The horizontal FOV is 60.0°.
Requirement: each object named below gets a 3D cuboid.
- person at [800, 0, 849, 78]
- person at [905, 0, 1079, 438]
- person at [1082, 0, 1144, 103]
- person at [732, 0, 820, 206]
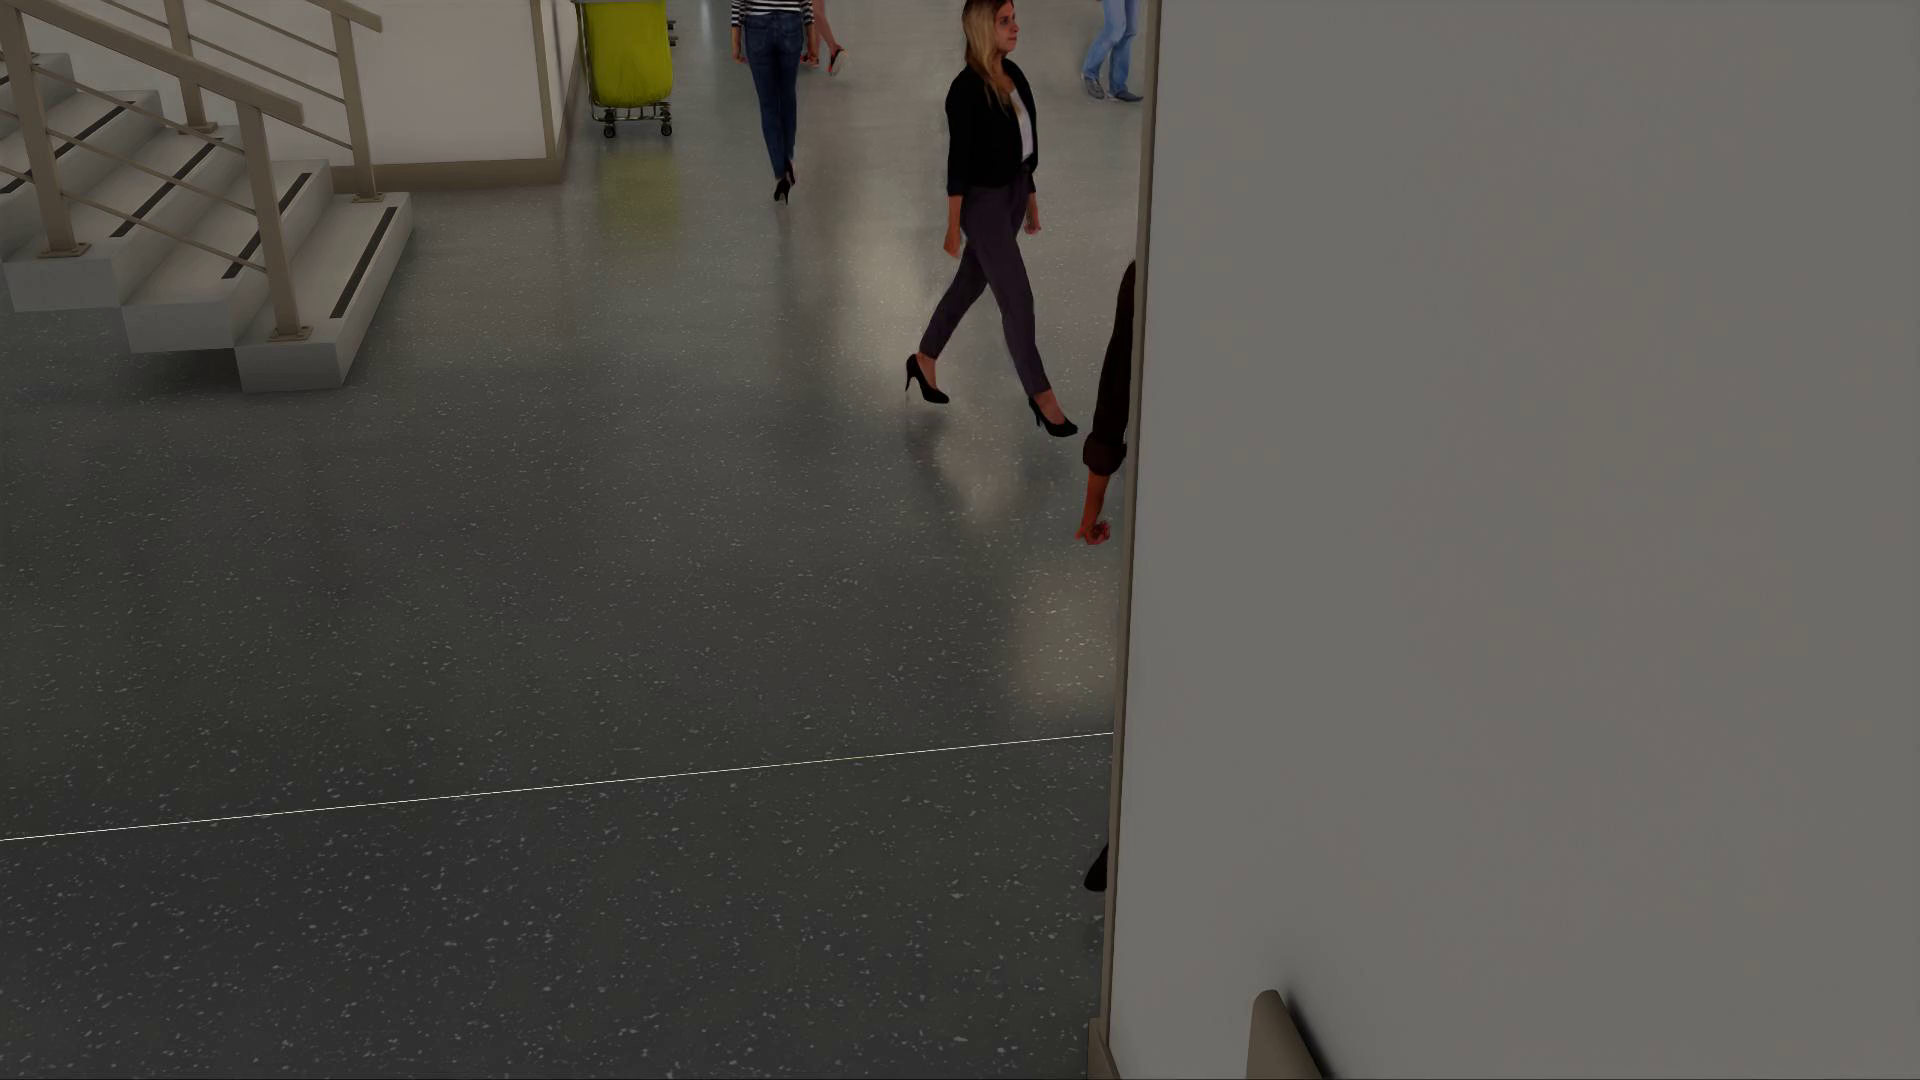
[{"bbox_3d":[-1.088,-4.550,13.040,1.196,1.813,0.977,-15,29,-27],"label":"person"},{"bbox_3d":[0.041,-1.206,6.324,1.100,1.623,0.985,14,29,26],"label":"person"},{"bbox_3d":[1.101,-4.142,12.150,0.917,1.851,0.851,23,34,39],"label":"person"},{"bbox_3d":[-1.030,-2.781,9.388,0.621,1.781,0.729,-9,27,-18],"label":"person"}]
